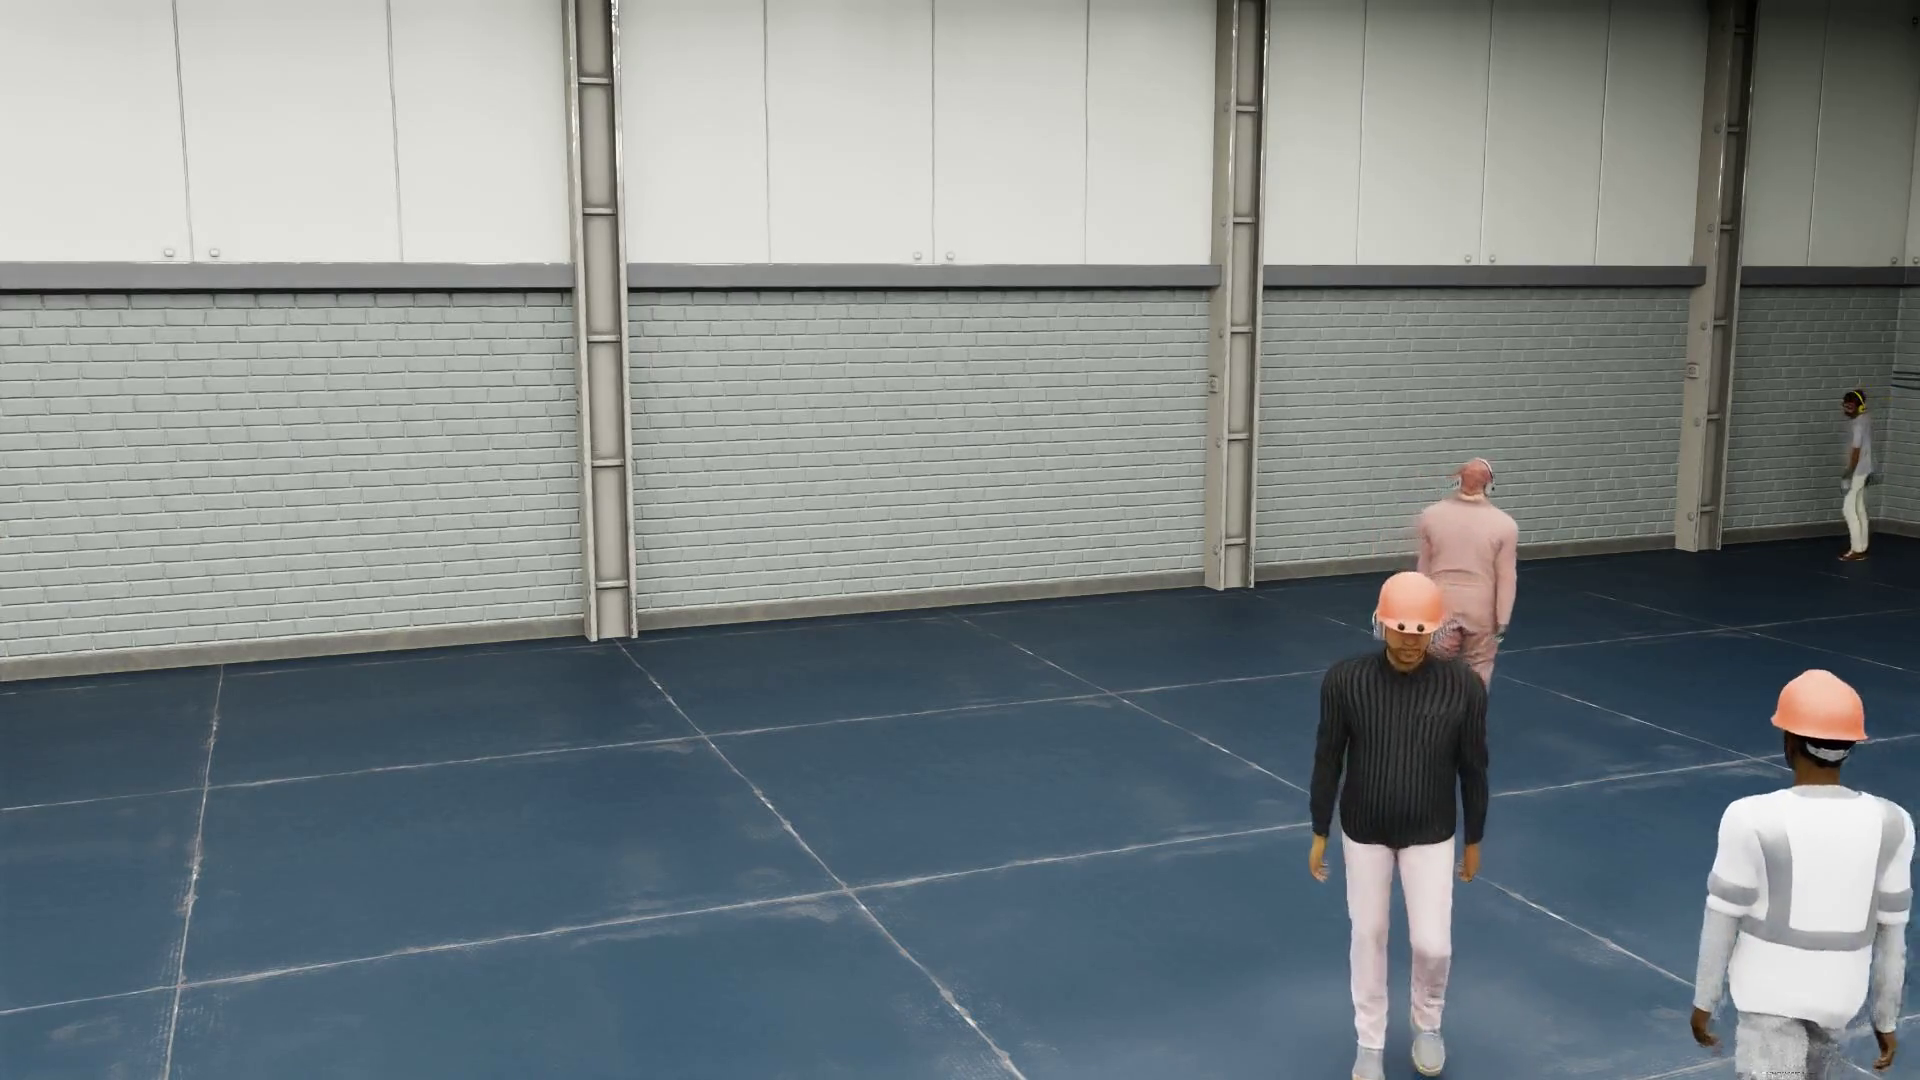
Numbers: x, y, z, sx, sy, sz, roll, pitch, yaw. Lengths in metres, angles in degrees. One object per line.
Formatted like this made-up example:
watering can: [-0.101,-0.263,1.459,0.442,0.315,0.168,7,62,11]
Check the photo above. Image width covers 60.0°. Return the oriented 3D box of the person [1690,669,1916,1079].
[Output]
person: [2.473,1.322,4.891,0.556,1.896,0.970,0,9,-1]

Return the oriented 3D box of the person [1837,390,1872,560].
person: [9.582,-0.698,17.776,0.396,1.829,0.705,6,11,32]

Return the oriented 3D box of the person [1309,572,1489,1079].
person: [1.608,1.080,6.144,0.638,1.975,0.446,3,10,18]

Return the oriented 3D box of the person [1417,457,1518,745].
person: [3.173,0.427,10.485,0.648,1.896,0.598,6,11,34]
